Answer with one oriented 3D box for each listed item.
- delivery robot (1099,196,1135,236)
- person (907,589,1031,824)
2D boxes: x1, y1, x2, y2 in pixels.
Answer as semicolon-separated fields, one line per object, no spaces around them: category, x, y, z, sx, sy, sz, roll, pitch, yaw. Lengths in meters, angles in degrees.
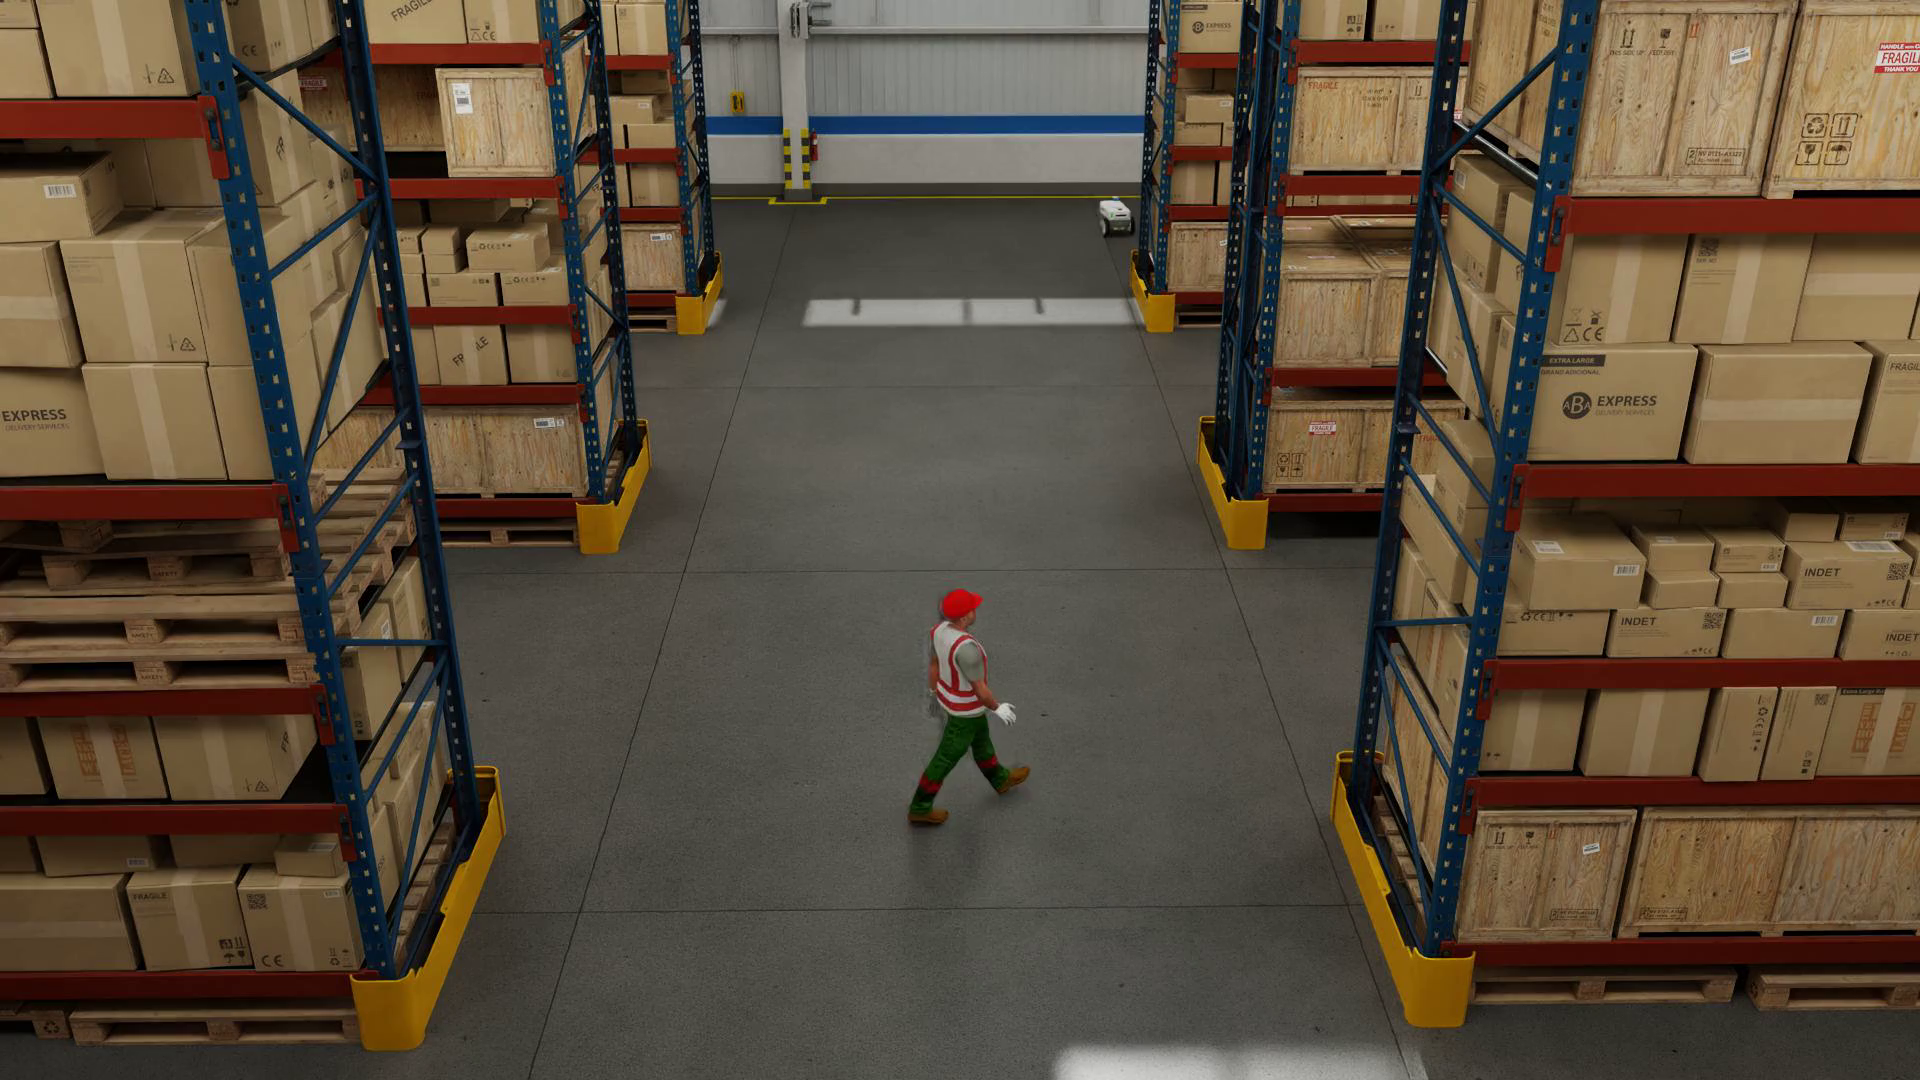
delivery robot;2.542;-5.085;26.339;0.667;0.535;0.739;-5;26;-11
person;0.092;1.118;11.470;1.010;1.750;0.560;-10;27;-21
